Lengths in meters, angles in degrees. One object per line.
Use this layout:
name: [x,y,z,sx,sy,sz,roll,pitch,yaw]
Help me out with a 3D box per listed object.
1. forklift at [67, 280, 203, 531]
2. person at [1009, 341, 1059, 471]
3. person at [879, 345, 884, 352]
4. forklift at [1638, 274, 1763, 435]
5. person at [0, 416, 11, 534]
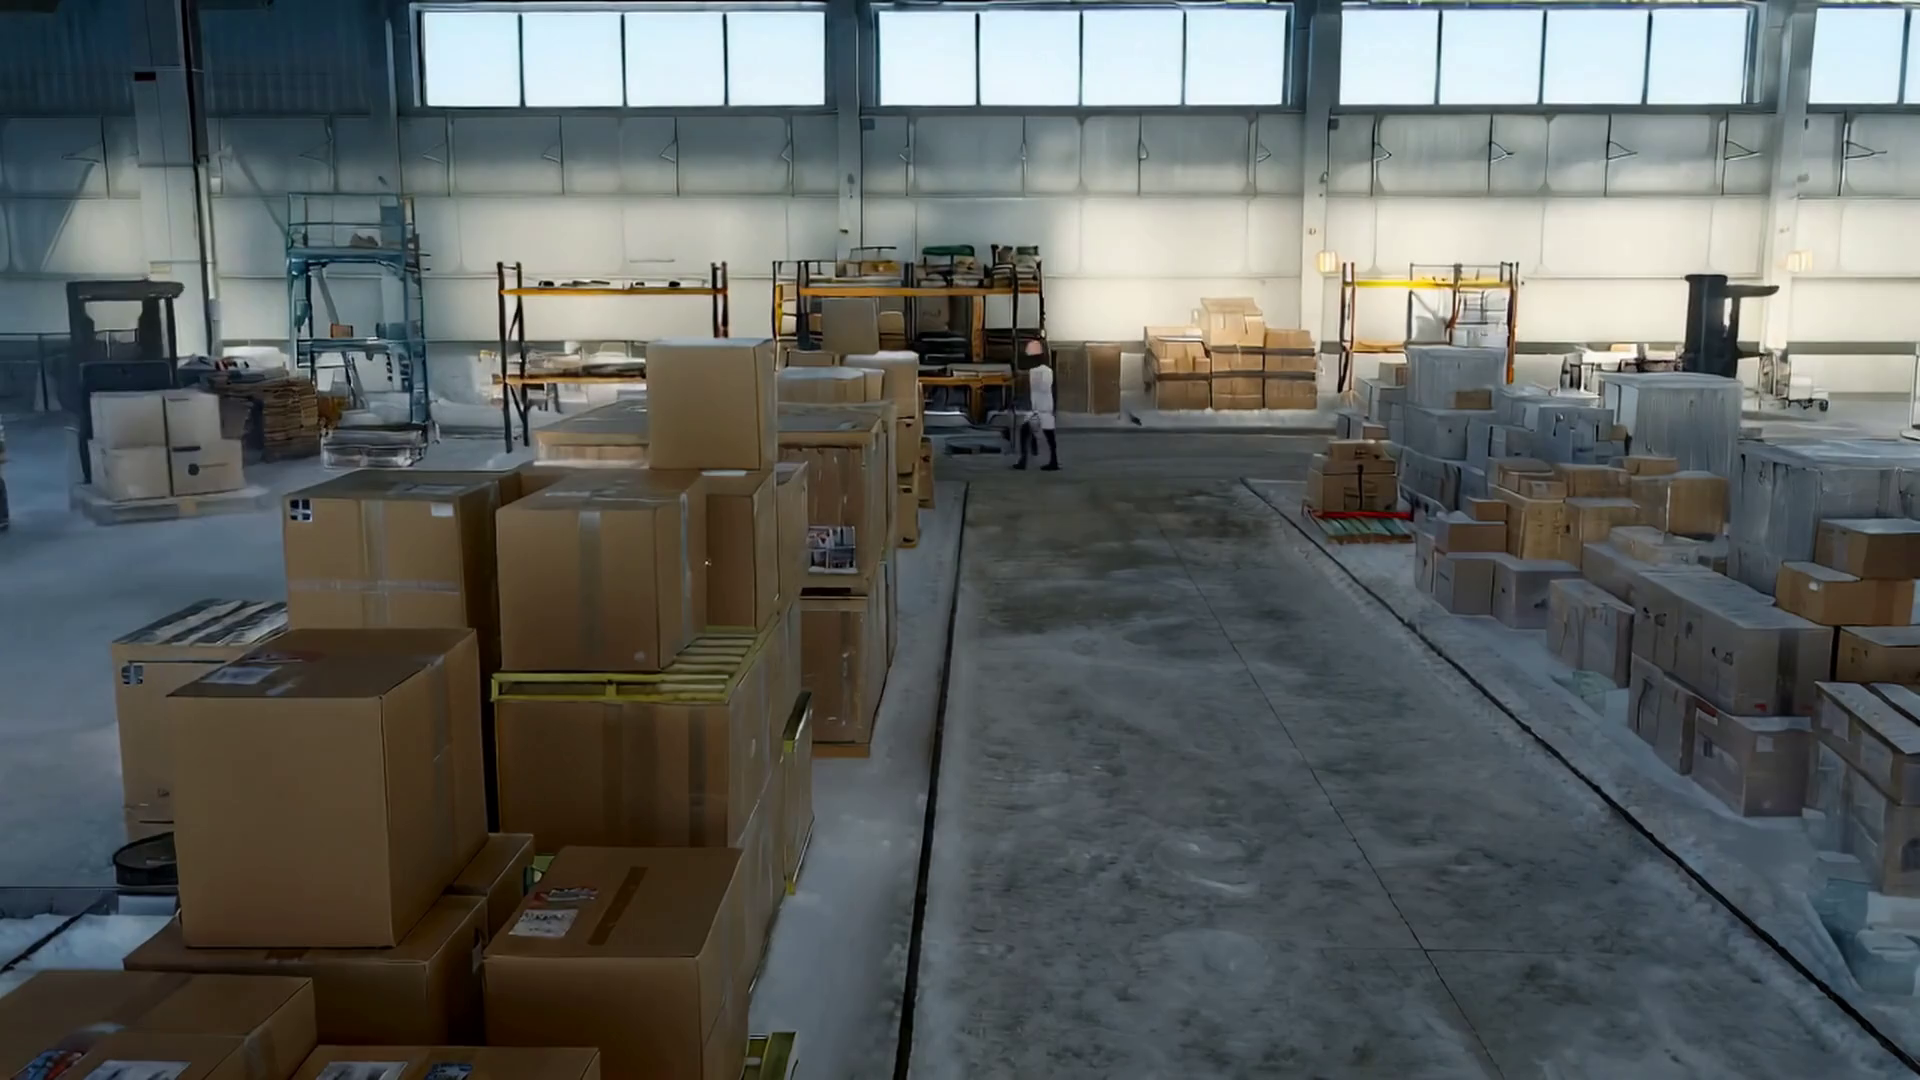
forklift: [-9.776,-1.639,19.455,1.129,2.768,1.873,-7,12,-36]
person: [1.090,-1.919,24.092,0.886,1.891,0.538,-4,10,-24]
person: [-1.285,-1.829,23.613,1.003,1.899,0.618,-2,10,-14]
forklift: [13.030,-3.274,29.248,1.873,2.768,1.129,0,9,1]
person: [-10.874,-0.995,18.600,0.342,1.881,0.582,-4,10,-21]
